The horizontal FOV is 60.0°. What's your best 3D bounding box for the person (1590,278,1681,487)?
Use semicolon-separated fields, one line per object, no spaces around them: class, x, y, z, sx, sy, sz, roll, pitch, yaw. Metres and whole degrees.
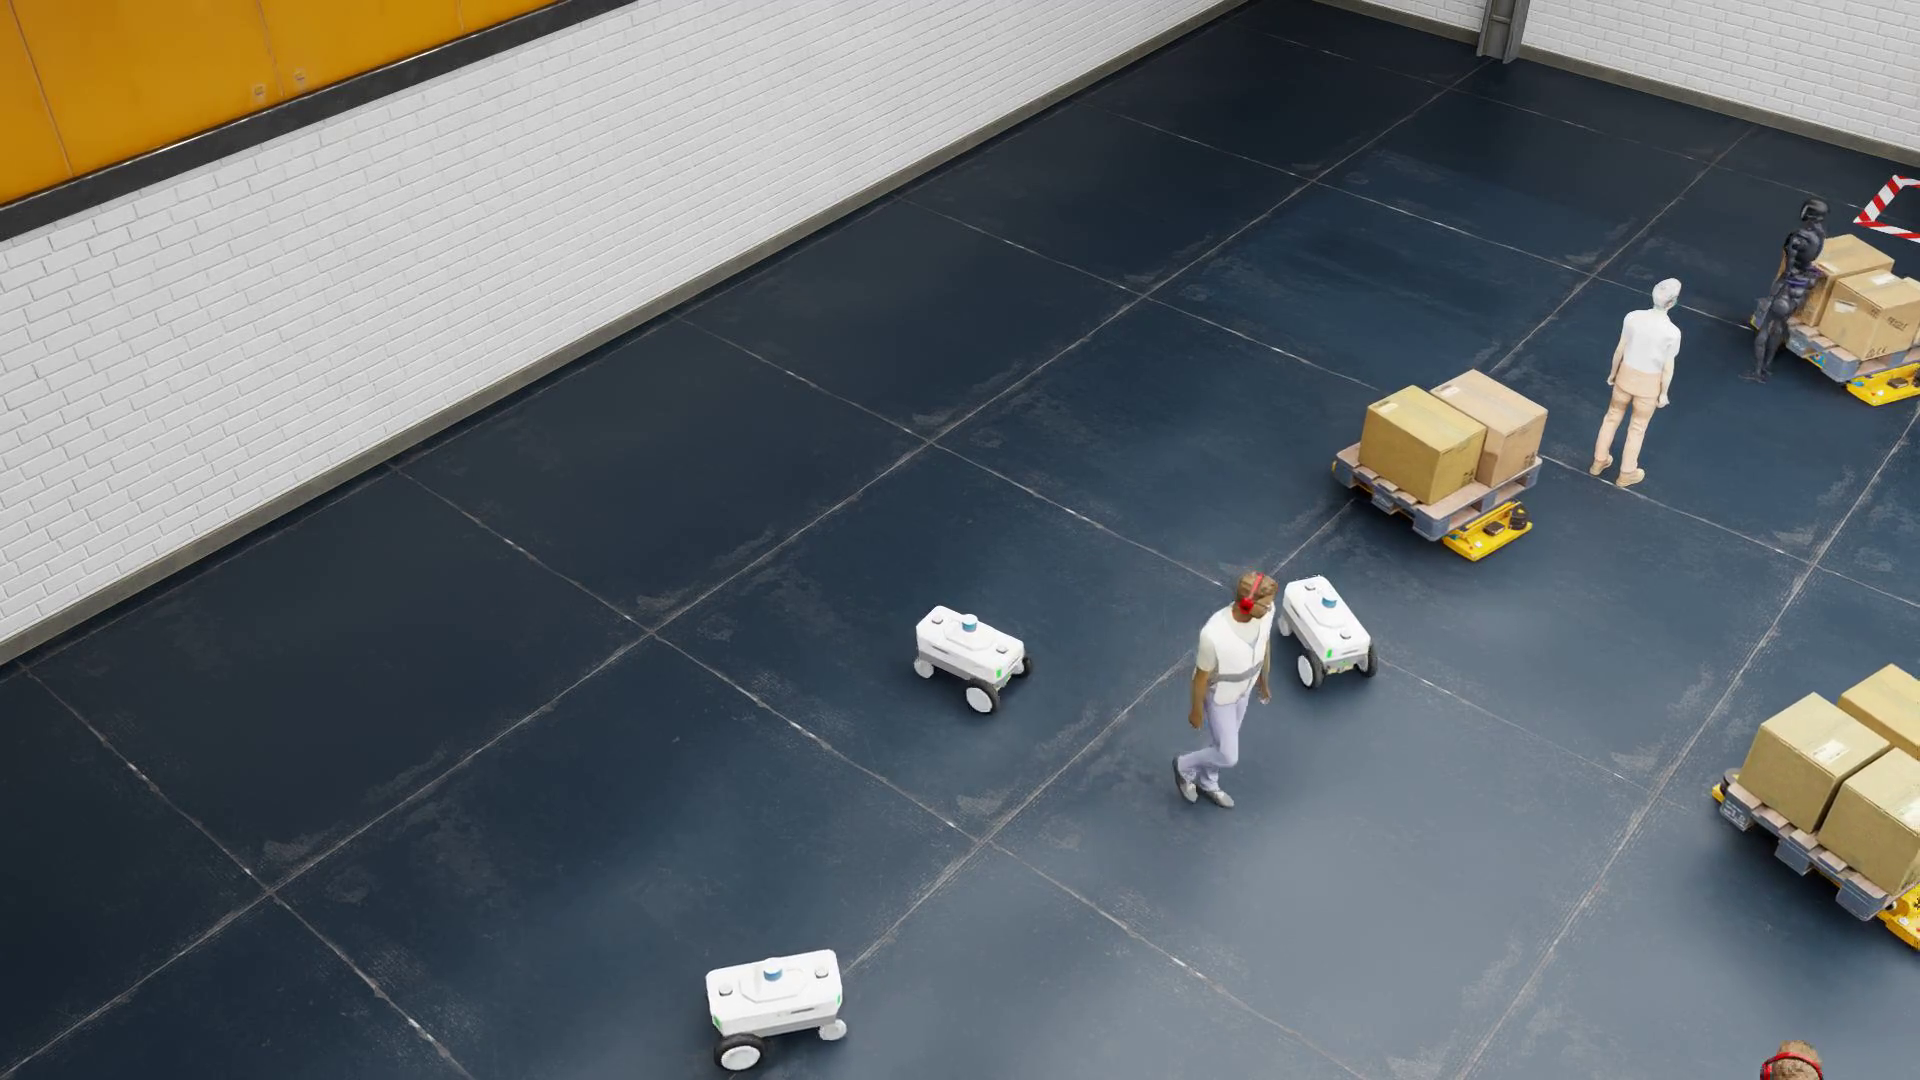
person;5.144;-1.200;12.597;0.325;1.748;0.482;-28;46;-30

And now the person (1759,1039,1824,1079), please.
person;3.431;2.930;7.413;0.606;1.817;0.534;17;42;20

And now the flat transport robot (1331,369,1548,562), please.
flat transport robot;3.608;-0.372;12.748;0.659;0.231;1.431;-25;45;-28

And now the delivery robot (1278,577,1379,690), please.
delivery robot;2.485;0.620;11.303;0.499;0.612;0.814;-11;40;-13

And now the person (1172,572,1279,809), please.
person;1.612;0.911;9.924;0.572;1.816;0.459;-31;48;-33

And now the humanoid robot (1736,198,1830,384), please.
humanoid robot;6.830;-2.064;13.723;0.600;1.648;0.326;-31;48;-33

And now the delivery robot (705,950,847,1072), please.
delivery robot;-1.006;2.477;8.974;0.768;0.581;0.499;-8;40;-10

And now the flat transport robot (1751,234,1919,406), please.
flat transport robot;7.605;-1.648;14.332;0.659;0.231;1.431;-14;41;-17

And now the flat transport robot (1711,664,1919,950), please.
flat transport robot;5.360;1.802;10.050;0.659;0.231;1.431;-22;44;-25

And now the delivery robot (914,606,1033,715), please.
delivery robot;0.066;0.748;11.120;0.774;0.583;0.499;23;44;26
